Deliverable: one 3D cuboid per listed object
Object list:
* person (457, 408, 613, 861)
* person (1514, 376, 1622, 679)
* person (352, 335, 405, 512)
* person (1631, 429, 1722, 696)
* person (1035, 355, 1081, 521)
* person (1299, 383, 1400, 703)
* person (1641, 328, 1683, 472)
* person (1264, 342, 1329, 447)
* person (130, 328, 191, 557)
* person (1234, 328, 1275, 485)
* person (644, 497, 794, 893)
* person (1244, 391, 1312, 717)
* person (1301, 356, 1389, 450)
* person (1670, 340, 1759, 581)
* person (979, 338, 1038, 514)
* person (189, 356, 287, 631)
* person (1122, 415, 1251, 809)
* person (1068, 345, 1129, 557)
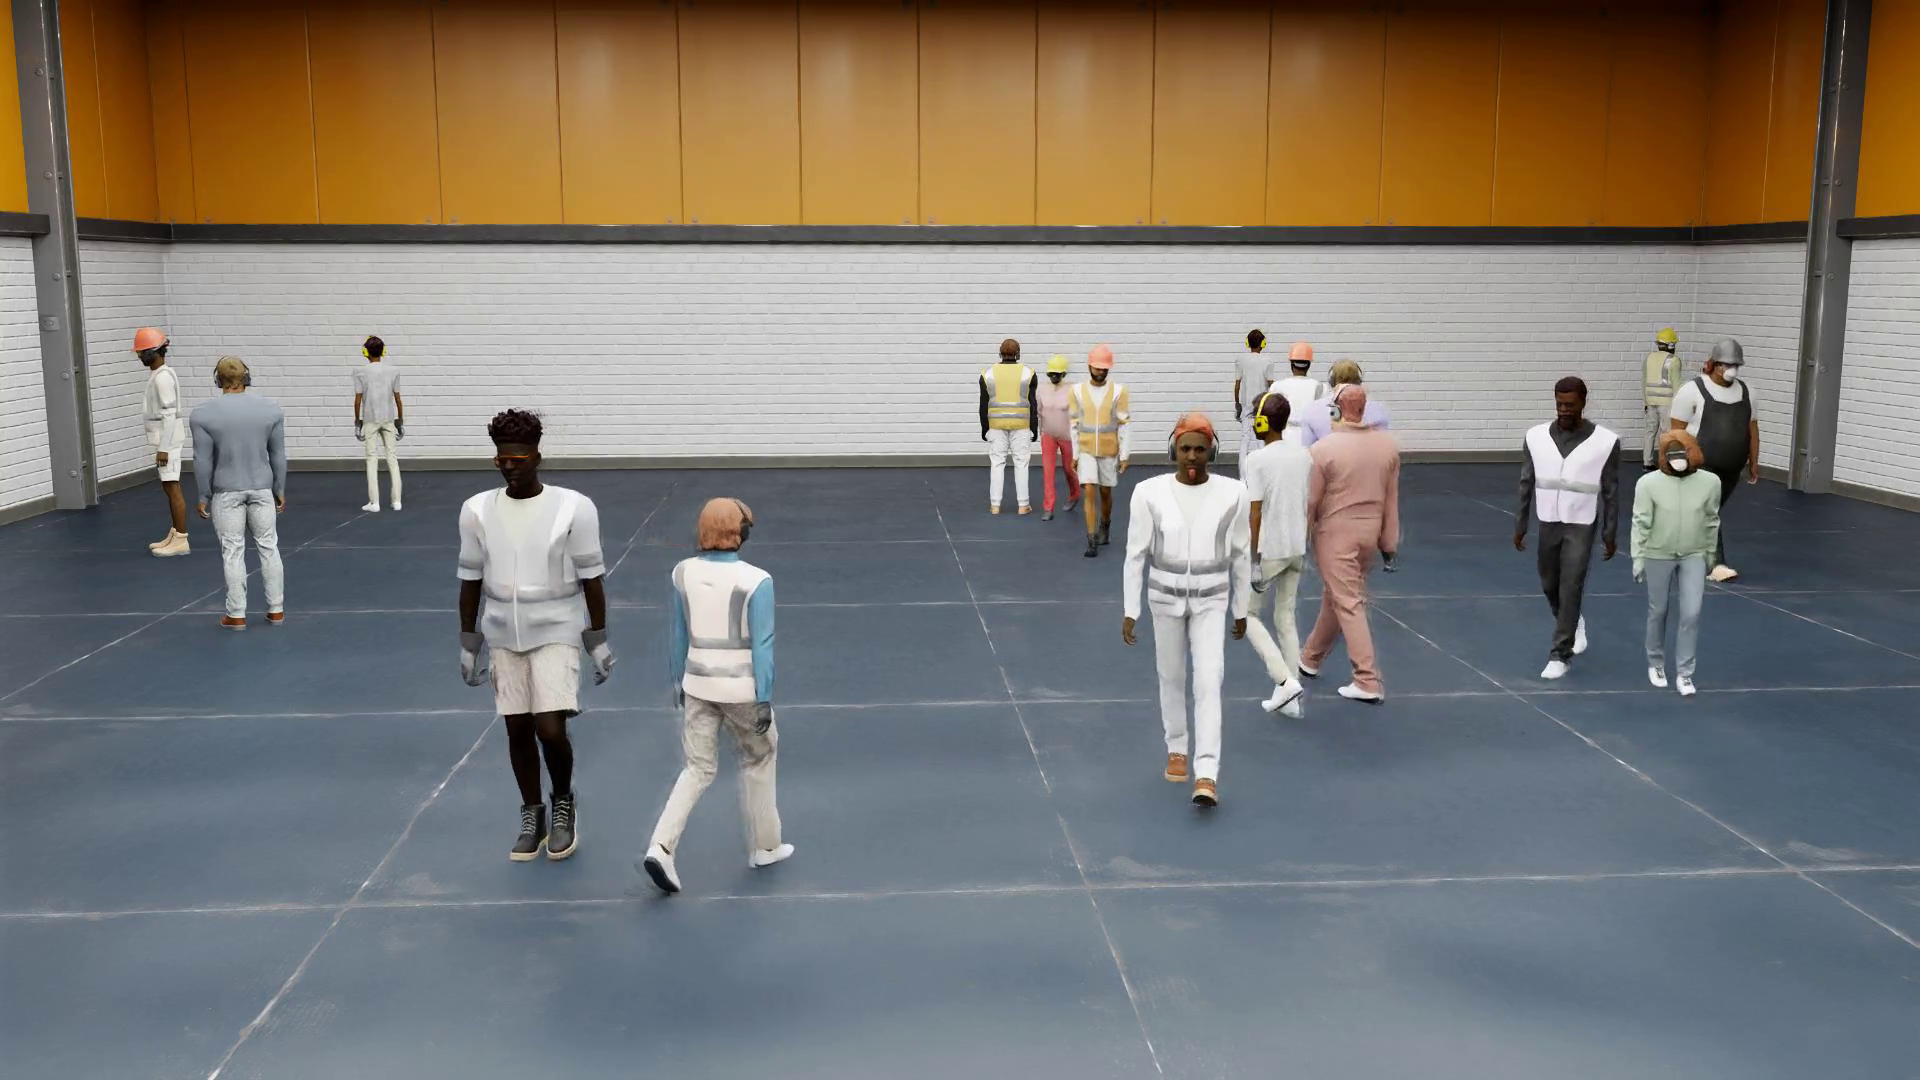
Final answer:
[{"bbox_3d":[-1.809,0.415,7.038,0.648,1.946,0.449,1,9,8],"label":"person"},{"bbox_3d":[3.863,-0.109,10.561,0.628,1.888,0.818,7,11,35],"label":"person"},{"bbox_3d":[-6.162,-1.233,17.668,0.509,1.864,0.331,-6,11,-31],"label":"person"},{"bbox_3d":[4.259,0.128,9.927,0.515,1.595,0.662,2,9,12],"label":"person"},{"bbox_3d":[1.065,-1.080,17.228,0.531,1.704,0.910,3,10,20],"label":"person"},{"bbox_3d":[2.248,-0.007,9.973,0.669,1.850,0.980,-5,10,-29],"label":"person"},{"bbox_3d":[8.877,-1.750,20.996,0.404,1.833,0.593,-4,10,-23],"label":"person"},{"bbox_3d":[3.106,-0.879,15.365,0.562,1.896,0.976,0,9,0],"label":"person"},{"bbox_3d":[-7.125,-0.869,14.833,0.392,2.035,0.605,-4,10,-26],"label":"person"},{"bbox_3d":[3.499,-1.563,19.700,0.513,1.875,0.328,4,10,25],"label":"person"},{"bbox_3d":[-0.994,0.625,6.795,0.521,1.604,0.763,5,10,27],"label":"person"},{"bbox_3d":[1.786,0.093,9.386,0.492,1.855,0.413,-5,10,-28],"label":"person"},{"bbox_3d":[2.776,-0.374,12.092,0.636,1.918,0.836,4,10,21],"label":"person"},{"bbox_3d":[6.303,-0.712,13.832,0.689,2.000,1.036,-1,9,-7],"label":"person"},{"bbox_3d":[0.521,-1.185,17.424,0.633,1.843,0.429,1,9,6],"label":"person"},{"bbox_3d":[-5.075,-0.328,11.746,0.629,1.937,0.376,-7,11,-37],"label":"person"},{"bbox_3d":[1.073,0.333,7.902,0.599,1.831,0.978,2,9,10],"label":"person"},{"bbox_3d":[1.255,-0.831,15.085,0.553,1.893,0.950,1,9,5],"label":"person"}]
